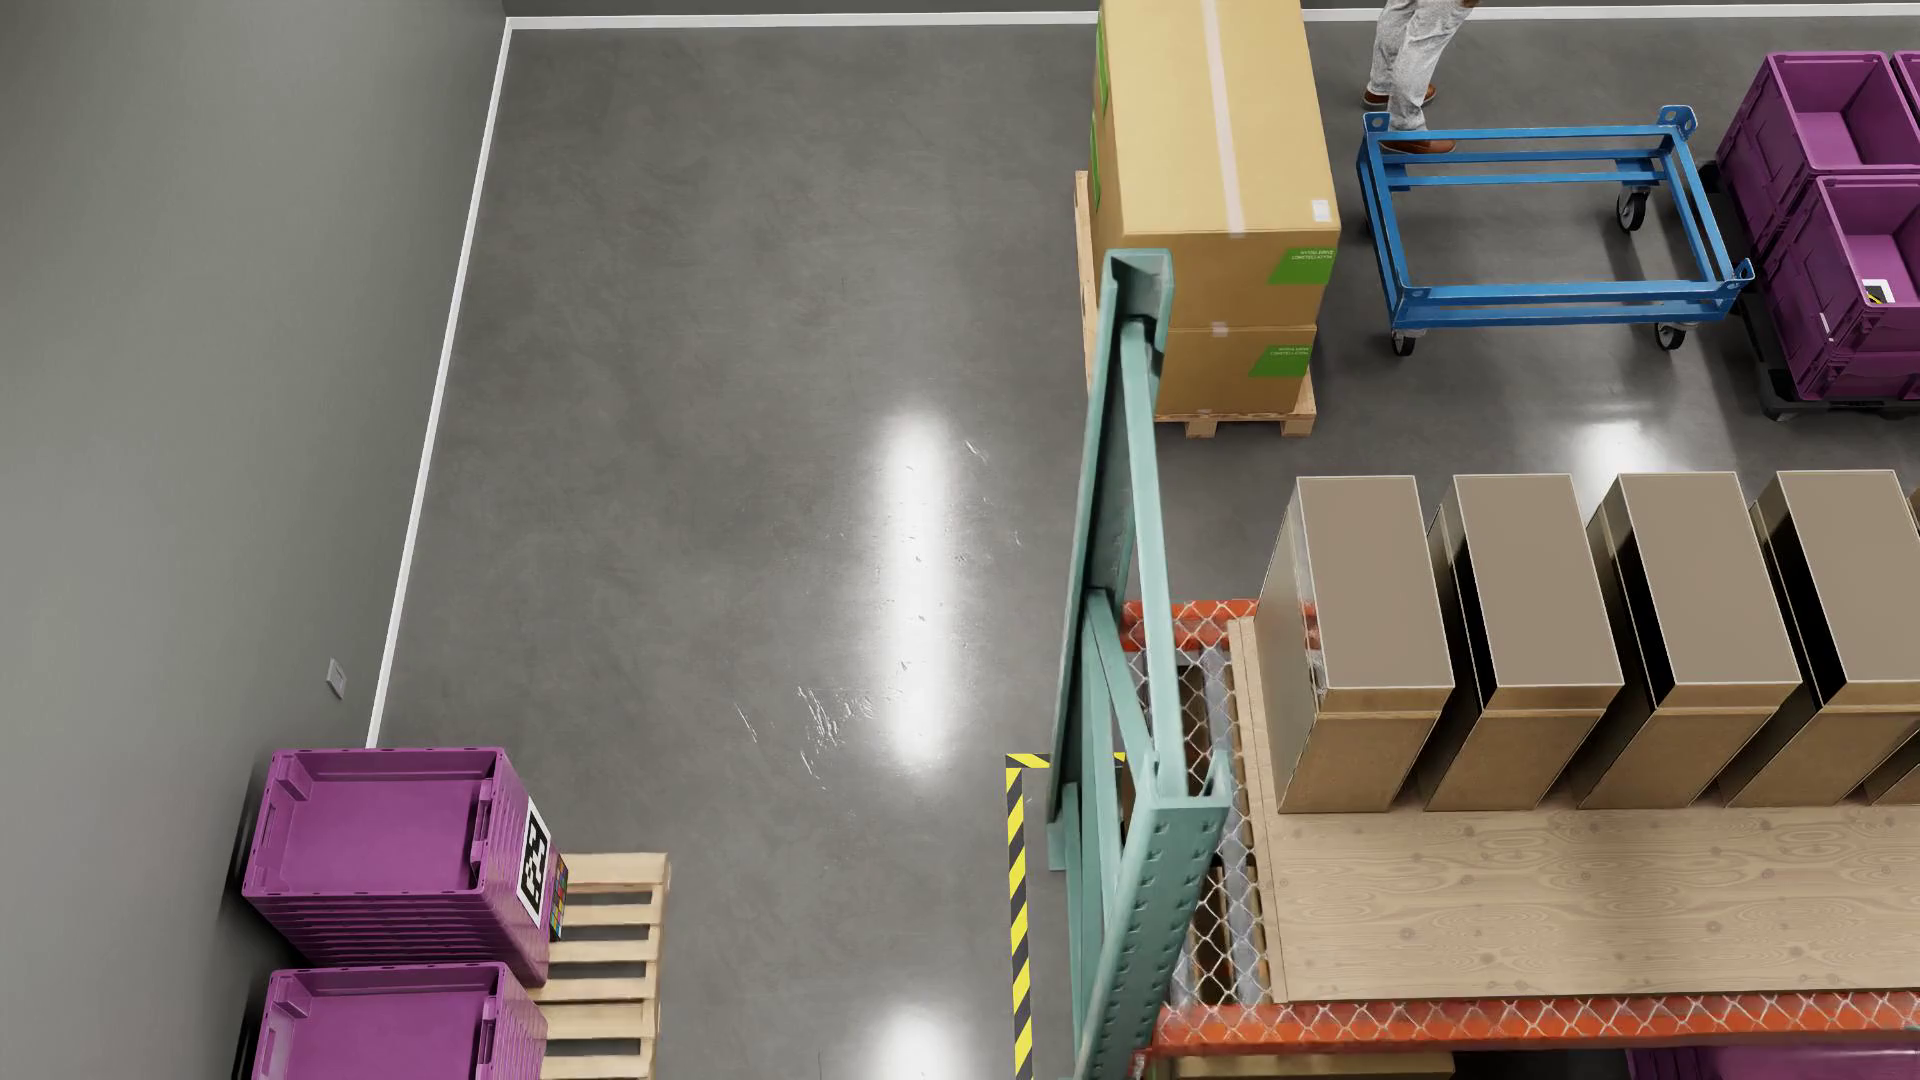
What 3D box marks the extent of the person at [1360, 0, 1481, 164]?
[{"bbox_3d":[1.821,-2.246,6.080,0.371,1.940,0.627,-2,58,-1],"label":"person"}]
